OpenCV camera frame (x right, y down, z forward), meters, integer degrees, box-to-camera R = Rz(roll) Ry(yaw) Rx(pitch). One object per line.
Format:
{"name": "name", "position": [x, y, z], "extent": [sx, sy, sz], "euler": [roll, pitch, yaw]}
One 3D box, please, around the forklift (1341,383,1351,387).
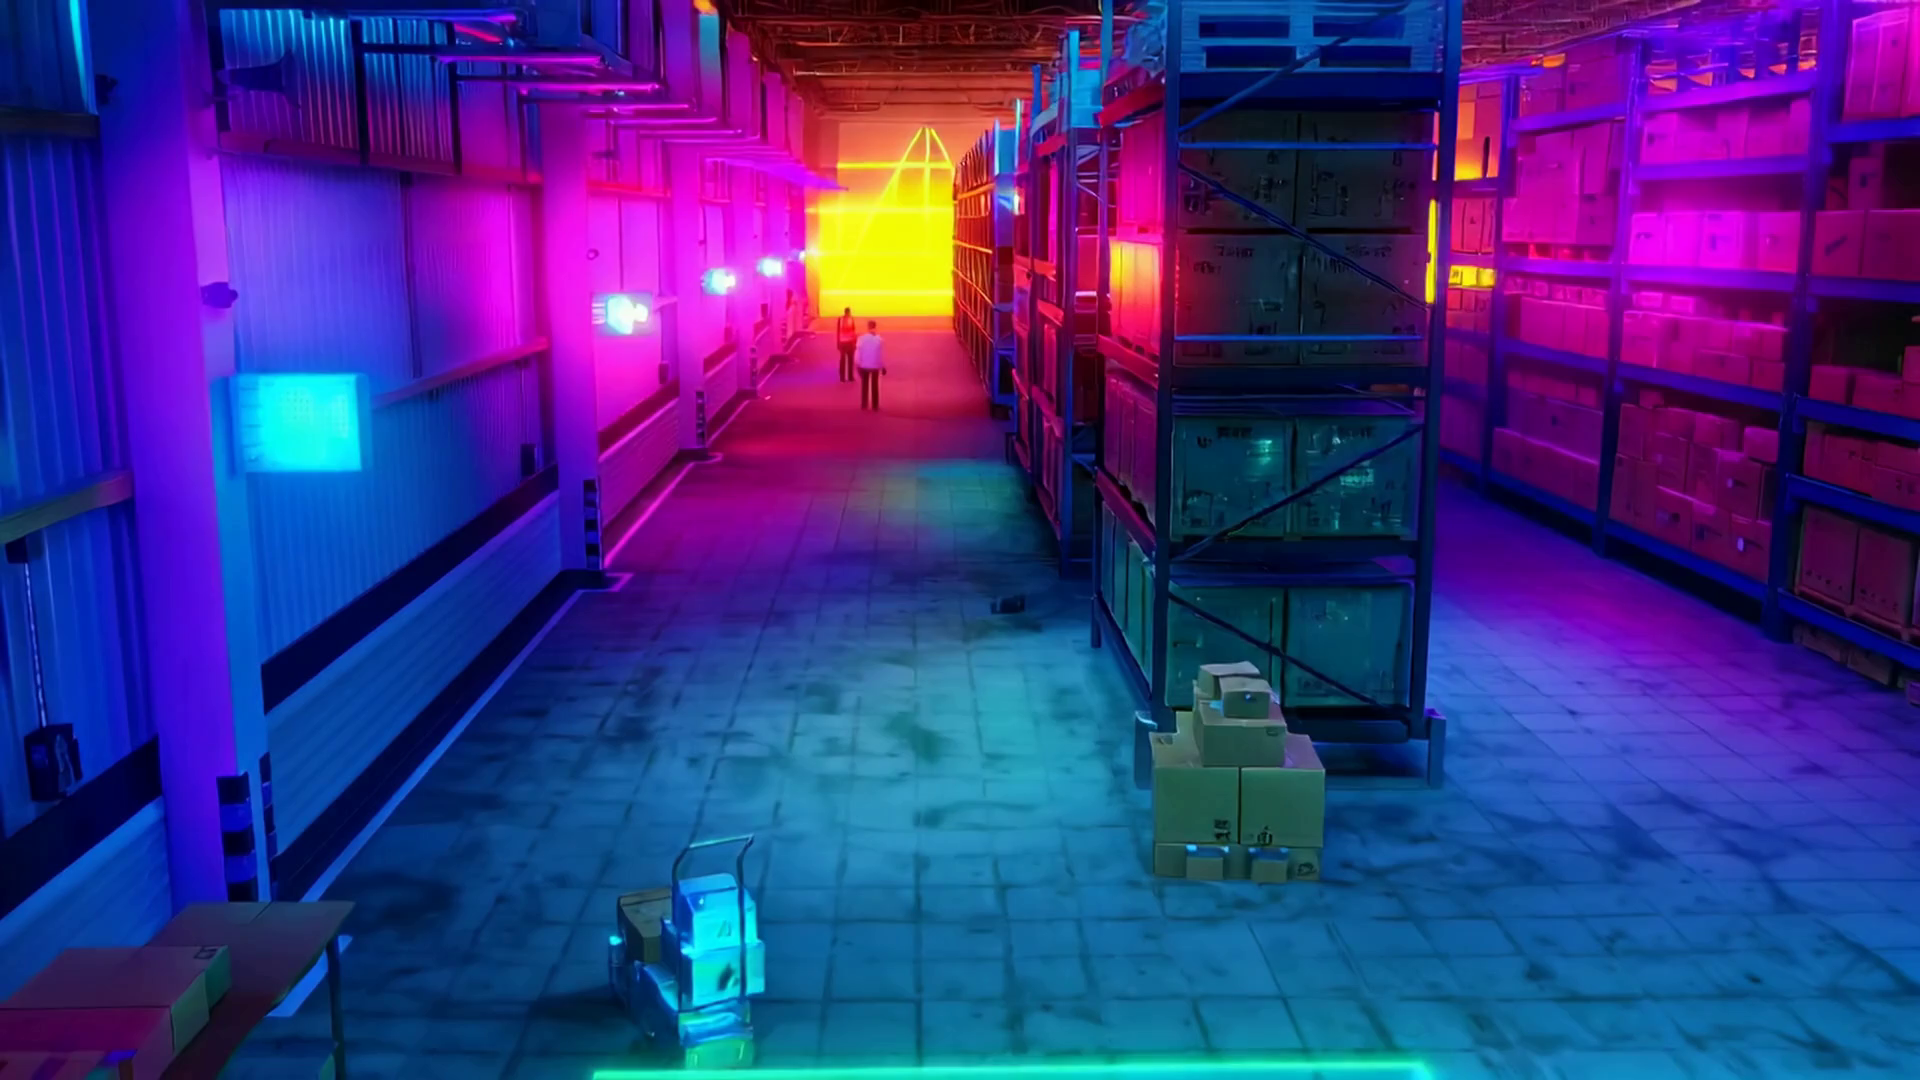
{"name": "forklift", "position": [4.703, -1.391, 21.088], "extent": [1.873, 2.768, 1.129], "euler": [0, 11, -2]}

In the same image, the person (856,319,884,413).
{"name": "person", "position": [-1.912, -3.705, 35.459], "extent": [0.613, 1.988, 0.406], "euler": [-4, 12, -20]}

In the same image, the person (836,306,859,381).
{"name": "person", "position": [-2.870, -5.012, 42.455], "extent": [0.589, 1.913, 0.398], "euler": [-4, 12, -22]}

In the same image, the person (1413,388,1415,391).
{"name": "person", "position": [11.133, -4.496, 39.944], "extent": [0.573, 1.841, 0.376], "euler": [-7, 13, -31]}
